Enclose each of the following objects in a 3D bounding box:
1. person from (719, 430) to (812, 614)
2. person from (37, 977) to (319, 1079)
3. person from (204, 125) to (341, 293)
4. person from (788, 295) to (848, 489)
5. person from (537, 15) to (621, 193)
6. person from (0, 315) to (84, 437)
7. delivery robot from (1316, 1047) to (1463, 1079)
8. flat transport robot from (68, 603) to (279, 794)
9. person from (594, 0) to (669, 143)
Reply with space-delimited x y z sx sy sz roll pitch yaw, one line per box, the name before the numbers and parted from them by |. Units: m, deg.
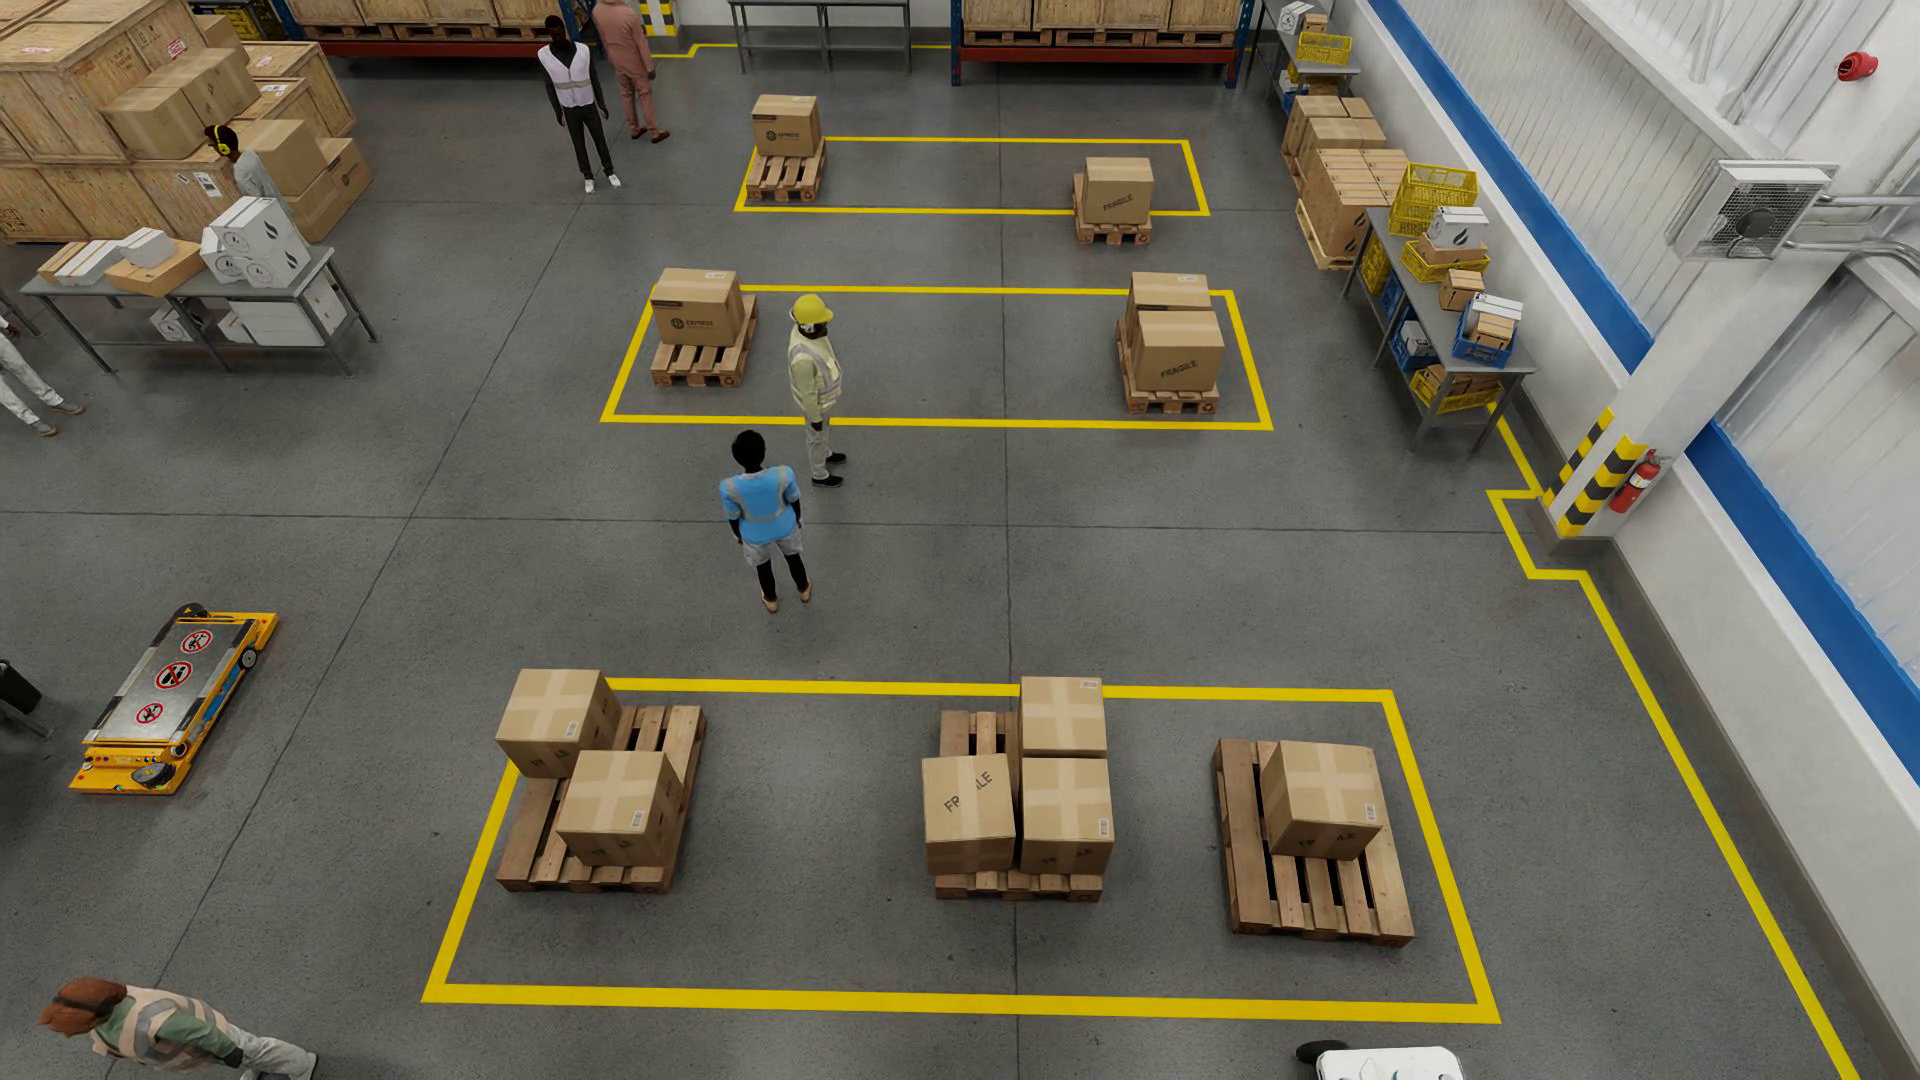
person | -1.362 -0.100 6.504 0.538 1.695 0.319 -15 51 -13
person | -3.709 2.412 4.418 0.525 1.637 0.307 10 50 8
person | -6.685 -3.121 8.951 0.335 1.871 0.519 -12 51 -10
person | -1.129 -1.170 7.331 0.404 1.824 0.595 0 50 0
person | -4.356 -4.974 10.488 0.587 1.917 0.391 -19 52 -16
person | -8.343 -1.717 7.753 0.355 1.884 0.575 11 51 9
delivery robot | 2.215 2.822 4.717 0.707 0.478 0.477 -1 50 -1
flat transport robot | -5.504 1.072 6.442 0.652 0.197 1.431 1 50 1
person | -4.035 -5.885 11.273 0.657 1.900 0.394 18 52 15
